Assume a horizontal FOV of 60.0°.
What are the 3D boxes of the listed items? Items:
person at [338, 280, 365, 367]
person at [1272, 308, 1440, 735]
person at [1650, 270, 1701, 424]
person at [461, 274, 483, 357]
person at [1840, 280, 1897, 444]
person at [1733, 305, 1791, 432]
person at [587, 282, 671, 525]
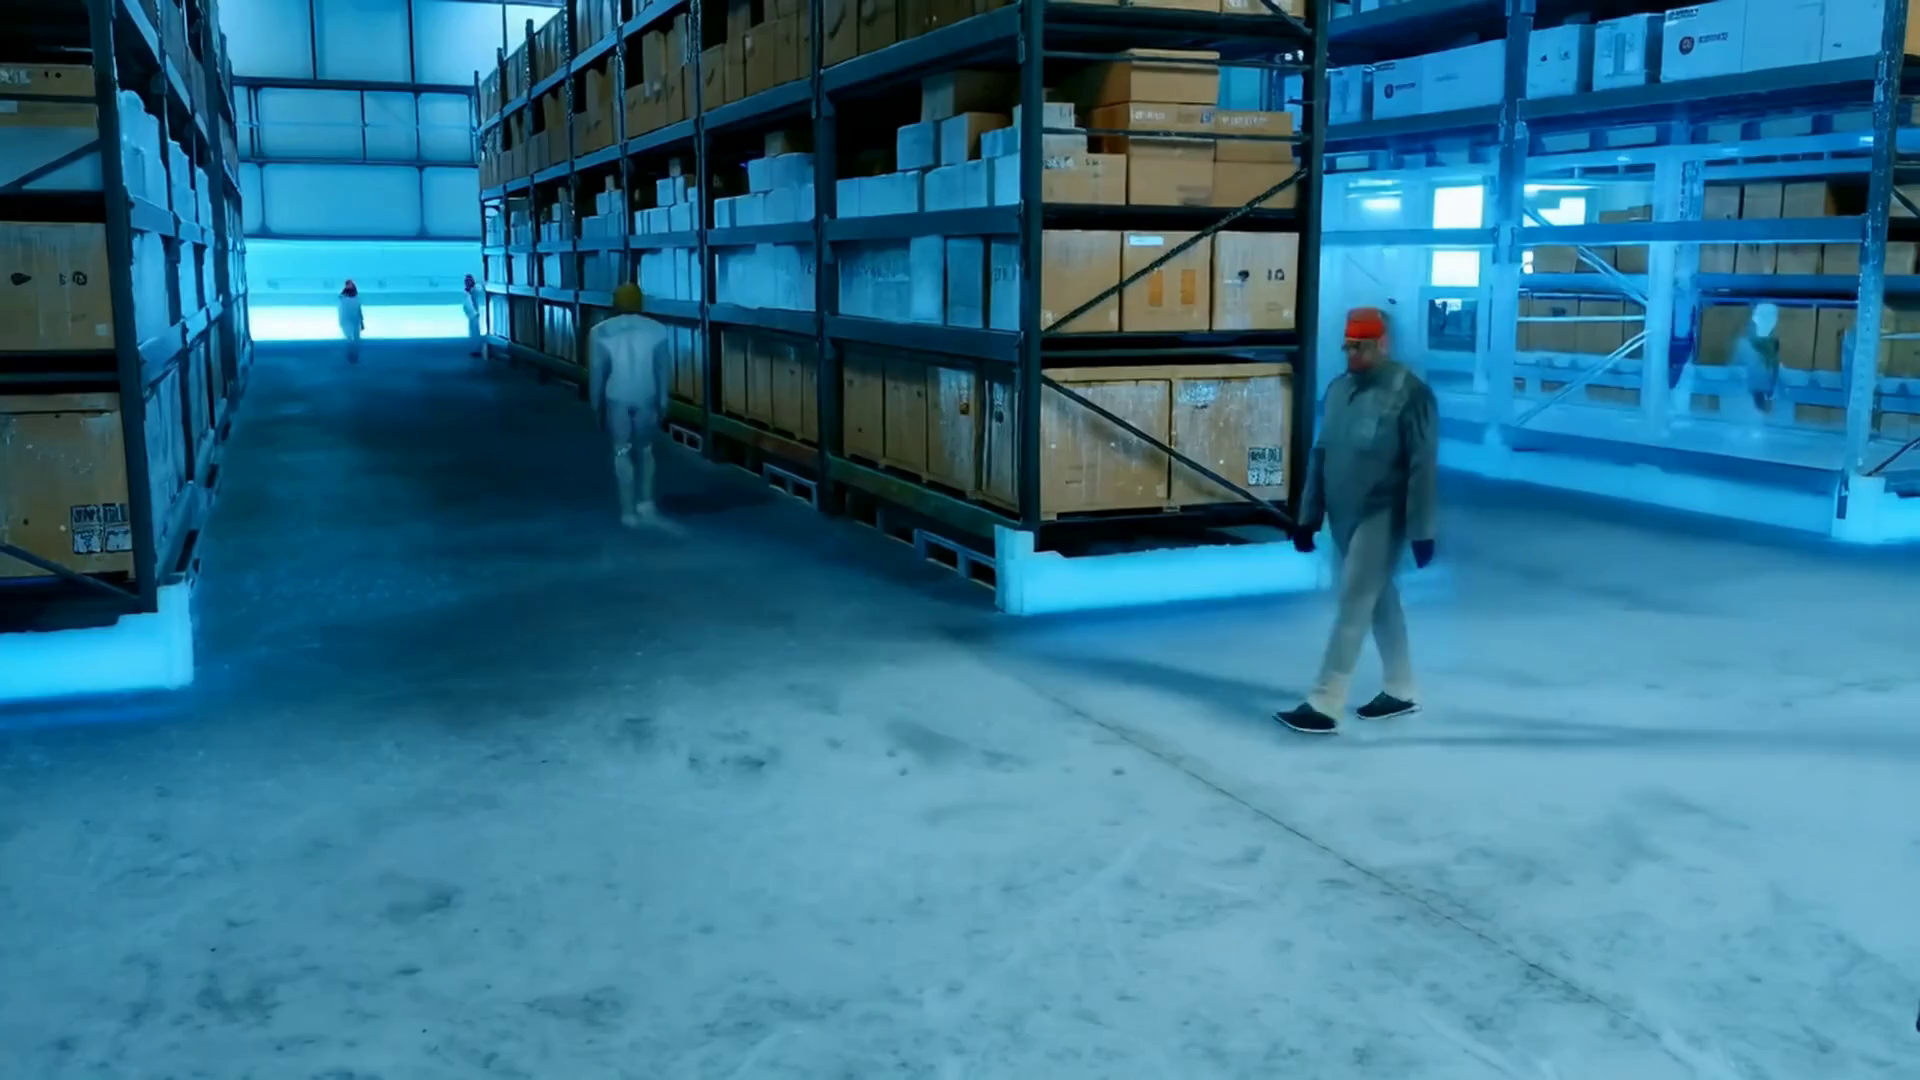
[{"bbox_3d":[-12.003,-4.266,32.863,0.353,1.734,0.490,7,12,37],"label":"person"},{"bbox_3d":[1.702,-0.080,7.365,0.944,1.860,0.665,-4,10,-24],"label":"person"},{"bbox_3d":[8.088,-2.047,18.777,0.607,2.008,0.922,-5,11,-26],"label":"person"},{"bbox_3d":[-10.664,-4.888,36.355,0.469,1.812,0.627,-4,10,-22],"label":"person"},{"bbox_3d":[9.730,-1.858,17.946,0.401,1.900,0.636,-2,10,-14],"label":"person"},{"bbox_3d":[7.986,-1.508,16.574,0.535,1.646,0.887,-5,11,-27],"label":"person"},{"bbox_3d":[-2.639,-1.085,13.250,0.640,1.921,0.542,-4,10,-23],"label":"person"}]
